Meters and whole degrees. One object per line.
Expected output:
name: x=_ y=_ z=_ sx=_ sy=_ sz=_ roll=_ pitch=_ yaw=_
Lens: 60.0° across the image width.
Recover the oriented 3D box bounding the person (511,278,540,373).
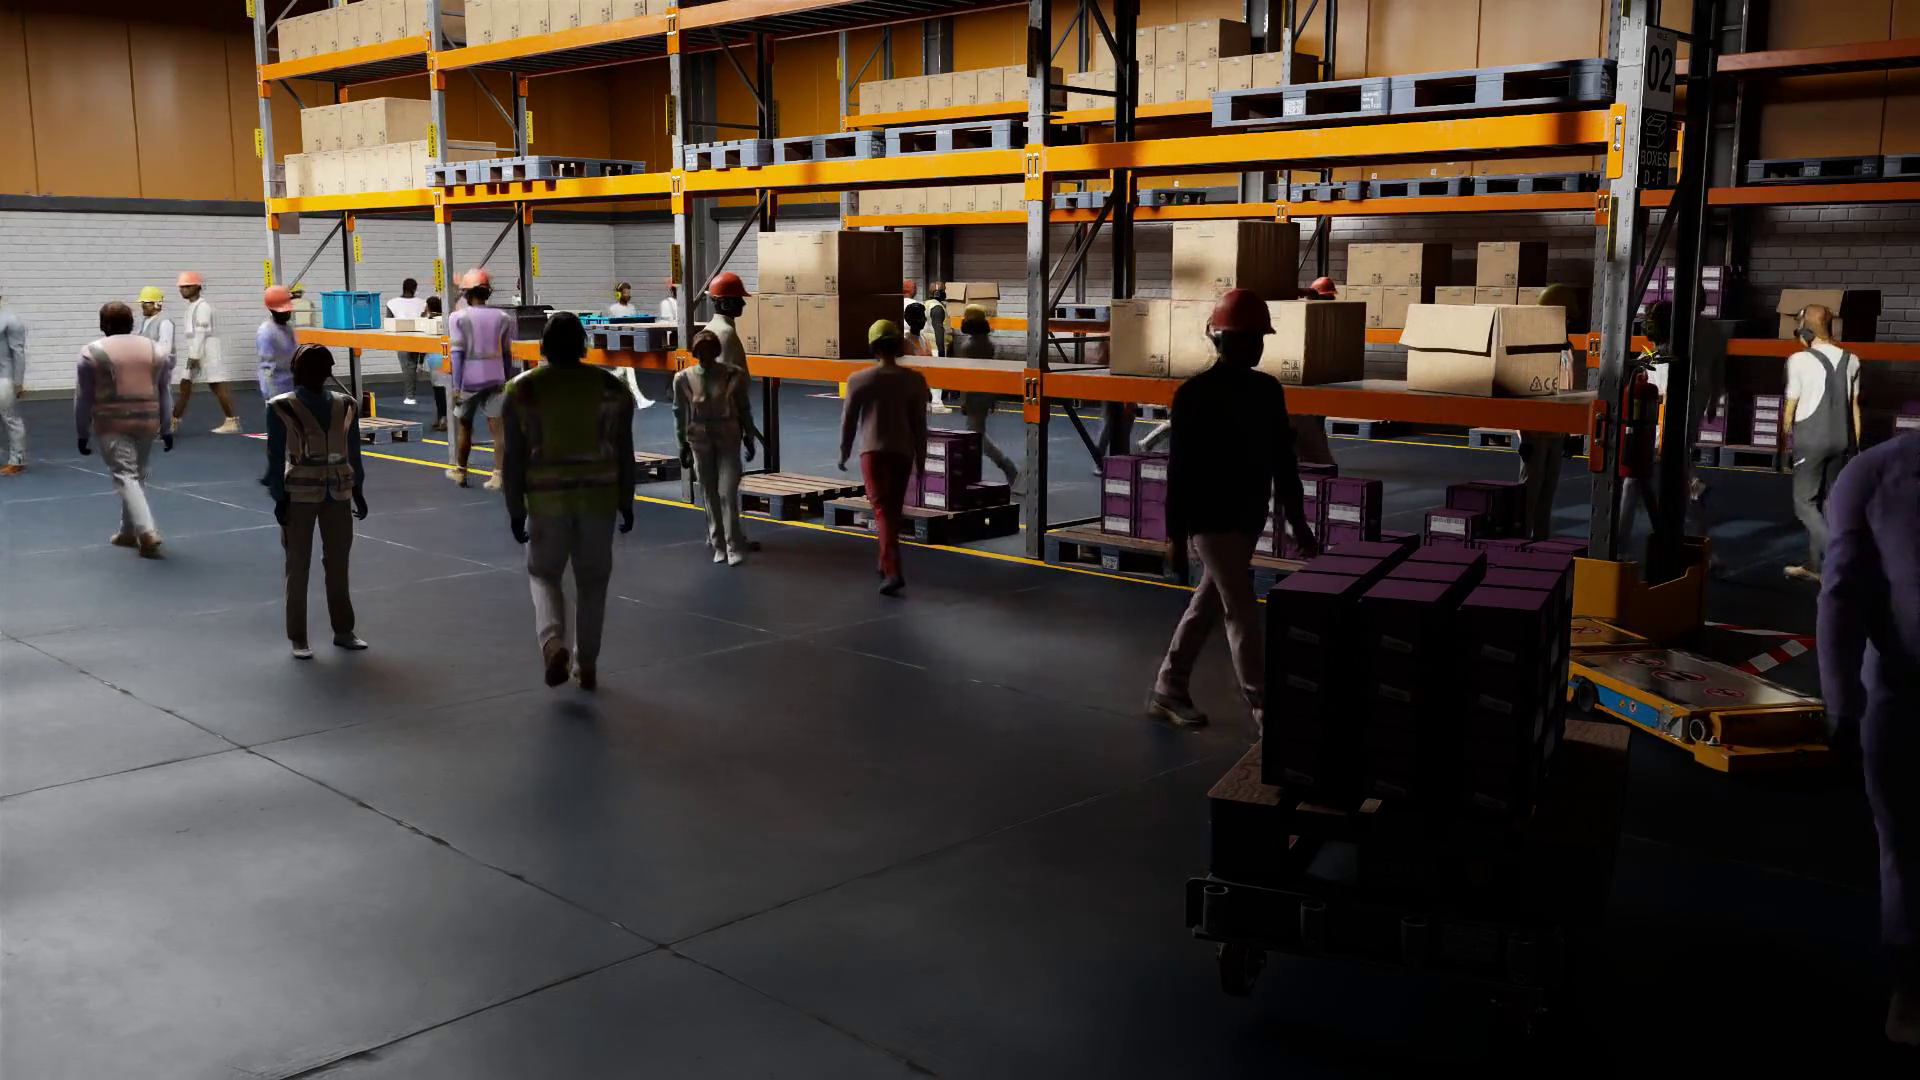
person: x=-7.705 y=-3.728 z=29.545 sx=0.572 sy=1.886 sz=0.353 roll=-8 pitch=12 yaw=-42

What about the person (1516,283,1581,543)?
person: x=3.864 y=-0.719 z=10.967 sx=0.587 sy=1.928 sz=0.364 roll=-8 pitch=12 yaw=-41

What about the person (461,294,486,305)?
person: x=-7.624 y=-3.140 z=25.838 sx=0.432 sy=1.917 sz=0.670 roll=6 pitch=11 yaw=33

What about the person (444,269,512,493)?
person: x=-4.441 y=-1.457 z=15.233 sx=0.645 sy=2.005 sz=0.969 roll=-8 pitch=12 yaw=-40

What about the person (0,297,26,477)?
person: x=-9.349 y=-1.548 z=16.071 sx=0.665 sy=1.917 sz=0.631 roll=2 pitch=9 yaw=11

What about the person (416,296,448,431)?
person: x=-6.581 y=-2.193 z=20.783 sx=0.630 sy=1.677 sz=0.539 roll=3 pitch=10 yaw=18

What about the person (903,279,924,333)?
person: x=-0.731 y=-2.803 z=23.920 sx=0.586 sy=1.884 sz=0.395 roll=4 pitch=10 yaw=24

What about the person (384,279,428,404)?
person: x=-8.377 y=-3.004 z=25.159 sx=0.624 sy=1.855 sz=0.954 roll=-5 pitch=11 yaw=-30

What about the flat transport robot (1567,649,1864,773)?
flat transport robot: x=3.206 y=0.708 z=7.282 sx=0.652 sy=0.197 sz=1.431 roll=-2 pitch=9 yaw=-11

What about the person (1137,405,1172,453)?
person: x=2.119 y=-1.508 z=16.720 sx=0.504 sy=1.625 sz=0.529 roll=6 pitch=11 yaw=31

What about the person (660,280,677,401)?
person: x=-4.220 y=-3.006 z=24.995 sx=0.396 sy=1.921 sz=0.552 roll=5 pitch=10 yaw=28

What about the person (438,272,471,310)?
person: x=-6.959 y=-2.686 z=22.846 sx=0.639 sy=1.980 sz=0.467 roll=-9 pitch=13 yaw=-43

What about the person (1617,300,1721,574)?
person: x=4.707 y=-0.680 z=11.063 sx=0.532 sy=1.827 sz=0.971 roll=-3 pitch=10 yaw=-19

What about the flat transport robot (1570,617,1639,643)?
flat transport robot: x=2.747 y=0.553 z=8.233 sx=1.431 sy=0.197 sz=0.652 roll=-2 pitch=9 yaw=-11

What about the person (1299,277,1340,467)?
person: x=3.619 y=-1.666 z=16.729 sx=0.551 sy=1.942 sz=0.345 roll=-8 pitch=12 yaw=-42

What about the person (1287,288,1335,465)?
person: x=2.457 y=-0.863 z=11.996 sx=0.605 sy=1.885 sz=0.652 roll=8 pitch=12 yaw=41

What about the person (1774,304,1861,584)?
person: x=5.442 y=-0.566 z=10.424 sx=0.563 sy=1.814 sz=0.729 roll=-2 pitch=9 yaw=-10

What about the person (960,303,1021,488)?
person: x=0.232 y=-1.288 z=15.127 sx=0.764 sy=1.718 sz=0.500 roll=6 pitch=11 yaw=31

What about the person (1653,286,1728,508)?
person: x=5.894 y=-1.122 z=13.469 sx=0.643 sy=1.919 sz=0.692 roll=-2 pitch=10 yaw=-14

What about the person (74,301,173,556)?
person: x=-5.911 y=-0.794 z=11.812 sx=0.931 sy=1.808 sz=0.634 roll=7 pitch=12 yaw=38

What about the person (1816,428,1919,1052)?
person: x=2.437 y=0.430 z=4.080 sx=0.647 sy=1.872 sz=0.841 roll=6 pitch=11 yaw=35

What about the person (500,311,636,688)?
person: x=-1.842 y=-0.168 z=7.903 sx=0.630 sy=1.828 sz=0.516 roll=-3 pitch=10 yaw=-17

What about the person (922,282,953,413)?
person: x=-0.319 y=-2.700 z=23.379 sx=0.429 sy=1.844 sz=0.623 roll=-3 pitch=10 yaw=-16

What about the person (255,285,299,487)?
person: x=-6.068 y=-1.314 z=14.758 sx=0.620 sy=1.890 sz=0.623 roll=1 pitch=9 yaw=4

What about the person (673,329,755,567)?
person: x=-1.671 y=-0.622 z=11.303 sx=0.532 sy=1.609 sz=0.582 roll=0 pitch=9 yaw=-2

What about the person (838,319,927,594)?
person: x=-0.463 y=-0.539 z=10.544 sx=0.533 sy=1.709 sz=0.935 roll=-2 pitch=10 yaw=-15

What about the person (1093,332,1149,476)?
person: x=1.575 y=-1.453 z=16.071 sx=0.548 sy=1.737 sz=0.481 roll=-2 pitch=9 yaw=-11

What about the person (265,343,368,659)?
person: x=-3.367 y=-0.210 z=8.728 sx=0.309 sy=1.641 sz=0.511 roll=9 pitch=13 yaw=42

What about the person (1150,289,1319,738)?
person: x=1.165 y=-0.081 z=7.058 sx=0.614 sy=1.944 sz=1.030 roll=-8 pitch=13 yaw=-42

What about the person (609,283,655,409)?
person: x=-4.819 y=-2.805 z=24.104 sx=0.980 sy=1.820 sz=0.513 roll=4 pitch=10 yaw=25

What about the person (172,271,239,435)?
person: x=-9.309 y=-2.248 z=20.145 sx=1.030 sy=1.991 sz=0.614 roll=-9 pitch=13 yaw=-43

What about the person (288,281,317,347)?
person: x=-10.689 y=-3.266 z=26.883 sx=0.404 sy=1.831 sz=0.602 roll=8 pitch=12 yaw=41

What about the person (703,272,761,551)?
person: x=-1.674 y=-0.918 z=11.975 sx=0.380 sy=1.996 sz=0.608 roll=-4 pitch=10 yaw=-21

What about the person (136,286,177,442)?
person: x=-9.392 y=-2.053 z=19.476 sx=0.624 sy=1.823 sz=0.411 roll=8 pitch=12 yaw=42

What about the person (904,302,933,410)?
person: x=-0.440 y=-1.466 z=16.253 sx=0.319 sy=1.697 sz=0.533 roll=5 pitch=11 yaw=28
